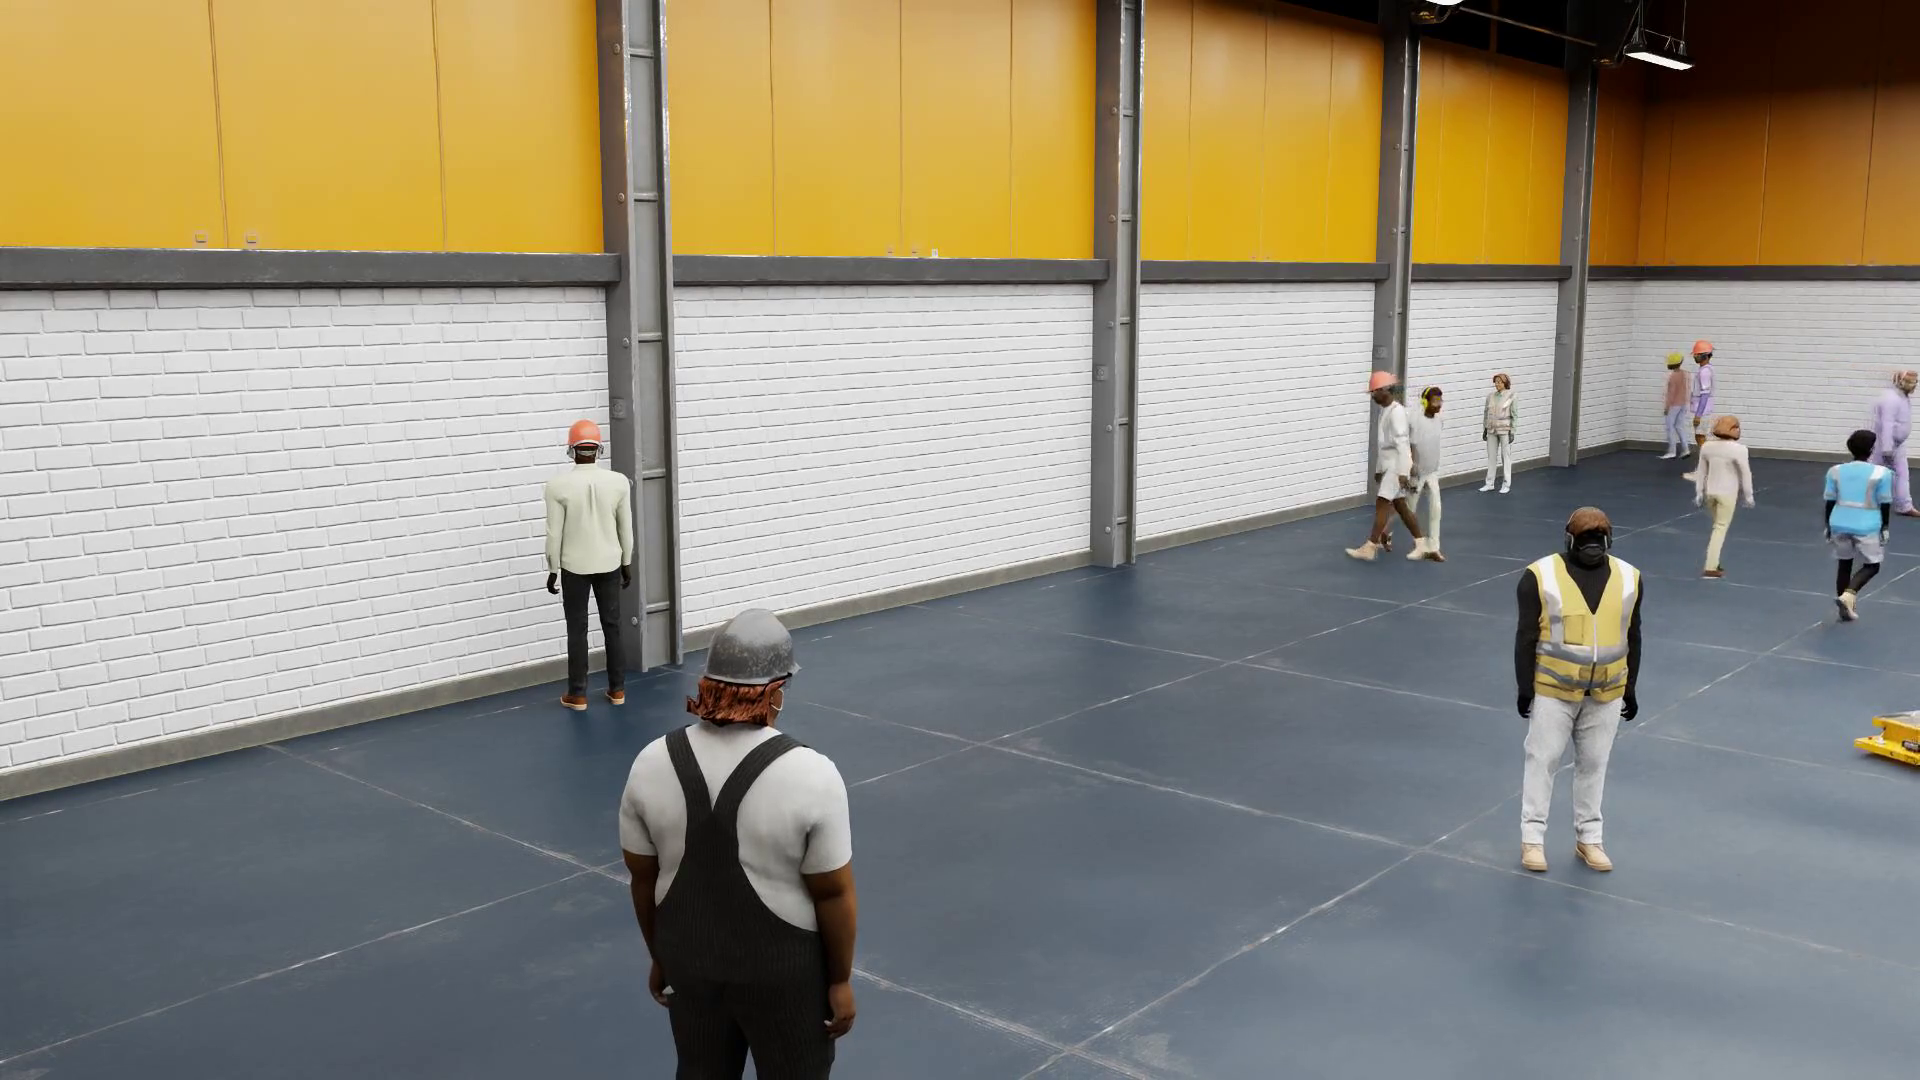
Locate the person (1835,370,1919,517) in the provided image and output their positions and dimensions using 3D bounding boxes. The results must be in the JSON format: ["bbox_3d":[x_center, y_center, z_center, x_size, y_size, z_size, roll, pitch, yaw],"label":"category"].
[{"bbox_3d":[11.483,-1.217,20.701,0.649,1.832,1.045,-7,12,-39],"label":"person"}]

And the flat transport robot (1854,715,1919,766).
[{"bbox_3d":[6.342,1.209,10.307,1.431,0.197,0.652,-4,10,-22],"label":"flat transport robot"}]

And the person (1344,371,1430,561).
[{"bbox_3d":[4.526,-0.755,17.315,0.899,1.984,0.698,1,9,3],"label":"person"}]

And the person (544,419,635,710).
[{"bbox_3d":[-2.548,0.169,11.440,0.622,1.994,0.381,-5,10,-30],"label":"person"}]

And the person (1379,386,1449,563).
[{"bbox_3d":[4.824,-0.714,17.509,0.504,1.838,0.885,-5,10,-27],"label":"person"}]

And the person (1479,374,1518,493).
[{"bbox_3d":[7.394,-1.461,22.787,0.308,1.641,0.515,-7,12,-39],"label":"person"}]

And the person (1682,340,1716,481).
[{"bbox_3d":[10.728,-1.874,24.116,0.371,2.044,0.608,4,10,25],"label":"person"}]

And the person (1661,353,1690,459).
[{"bbox_3d":[11.641,-2.167,26.980,0.408,1.737,0.582,7,12,39],"label":"person"}]

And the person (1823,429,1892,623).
[{"bbox_3d":[7.566,-0.101,14.083,0.542,1.685,0.546,-7,11,-38],"label":"person"}]

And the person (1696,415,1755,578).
[{"bbox_3d":[7.553,-0.425,16.368,0.576,1.616,0.507,-4,10,-25],"label":"person"}]

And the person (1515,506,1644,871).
[{"bbox_3d":[3.089,0.744,8.311,0.625,1.843,0.430,0,9,2],"label":"person"}]
